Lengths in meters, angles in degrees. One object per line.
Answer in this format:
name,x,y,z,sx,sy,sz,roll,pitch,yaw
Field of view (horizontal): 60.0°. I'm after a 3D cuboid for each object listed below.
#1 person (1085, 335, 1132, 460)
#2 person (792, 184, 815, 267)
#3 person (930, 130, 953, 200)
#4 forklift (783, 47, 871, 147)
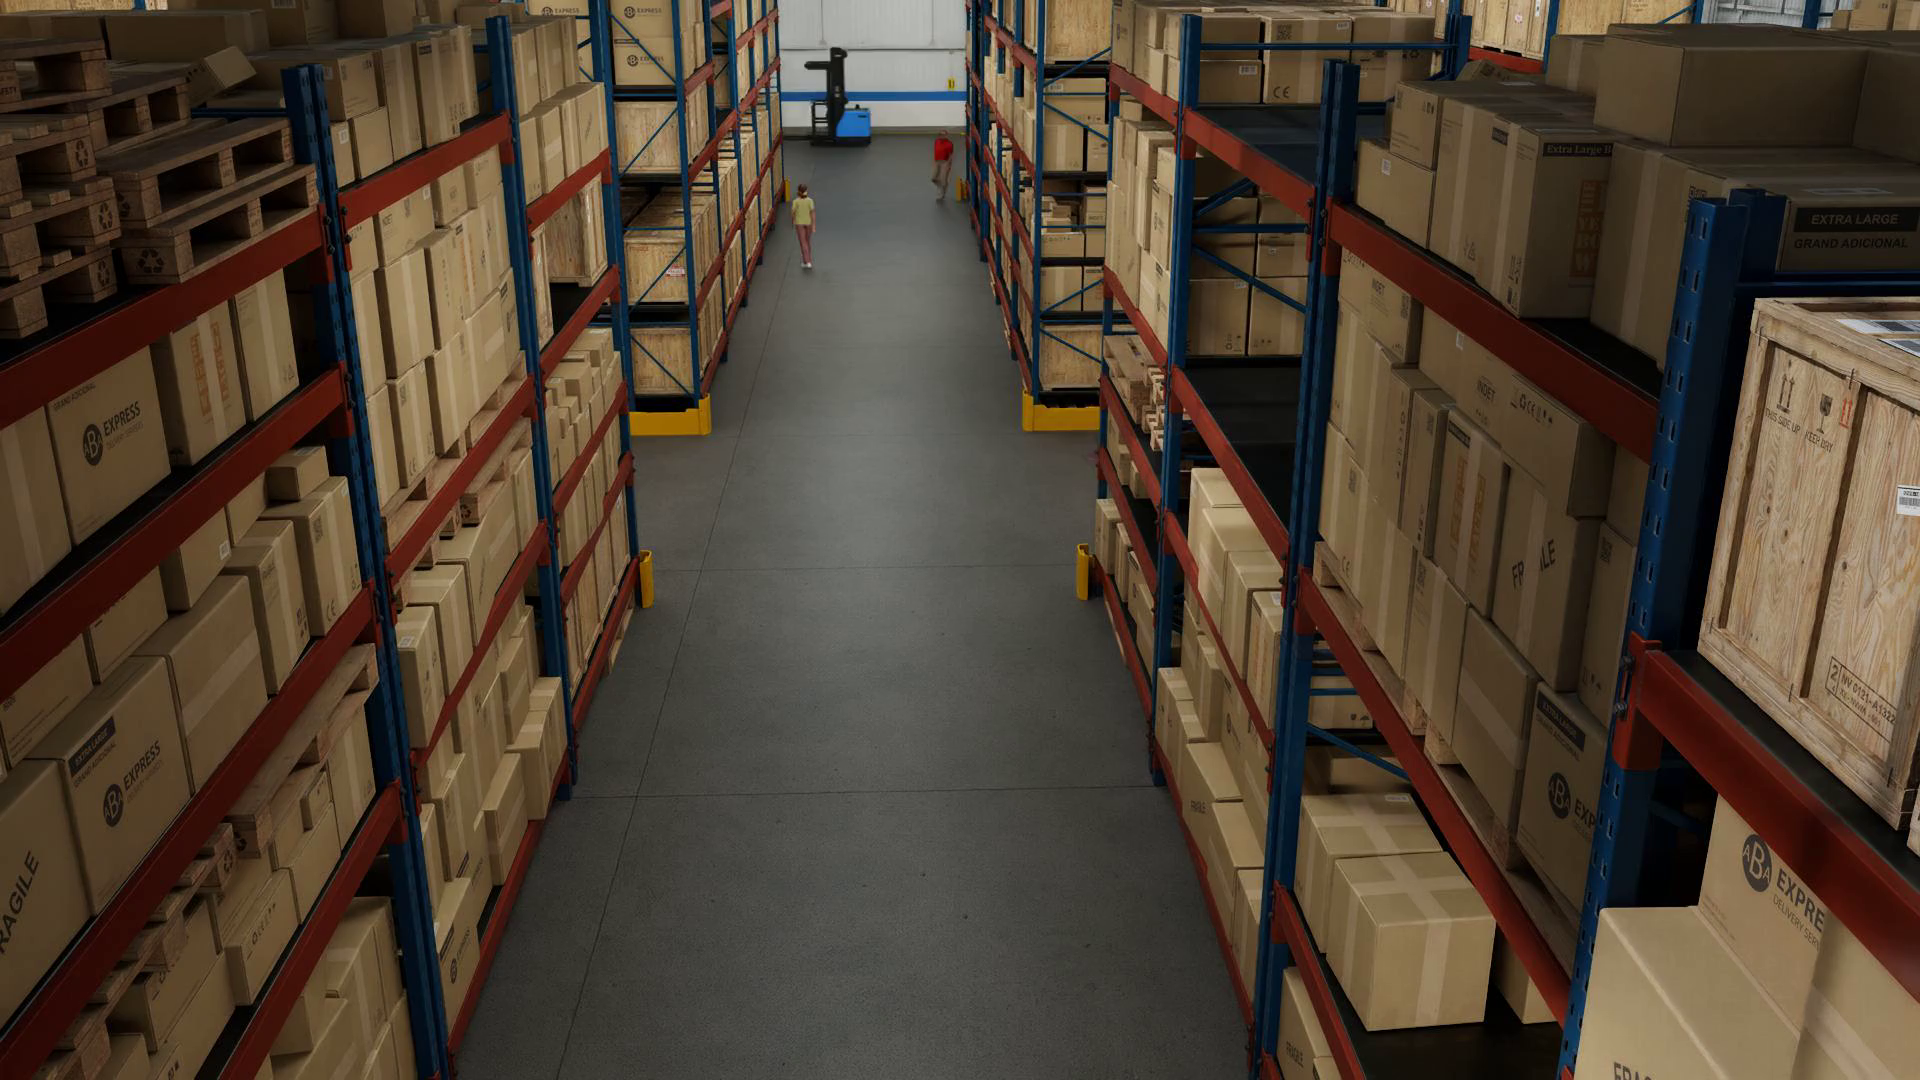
person,1.946,-1.816,21.494,0.561,1.655,0.450,-10,23,-25
person,-3.218,-6.413,33.777,0.449,1.642,0.918,-8,22,-21
person,-0.435,-9.445,41.816,0.600,1.728,0.491,10,22,24
forklift,-4.319,-13.829,51.895,3.031,2.941,1.121,-1,20,-2
